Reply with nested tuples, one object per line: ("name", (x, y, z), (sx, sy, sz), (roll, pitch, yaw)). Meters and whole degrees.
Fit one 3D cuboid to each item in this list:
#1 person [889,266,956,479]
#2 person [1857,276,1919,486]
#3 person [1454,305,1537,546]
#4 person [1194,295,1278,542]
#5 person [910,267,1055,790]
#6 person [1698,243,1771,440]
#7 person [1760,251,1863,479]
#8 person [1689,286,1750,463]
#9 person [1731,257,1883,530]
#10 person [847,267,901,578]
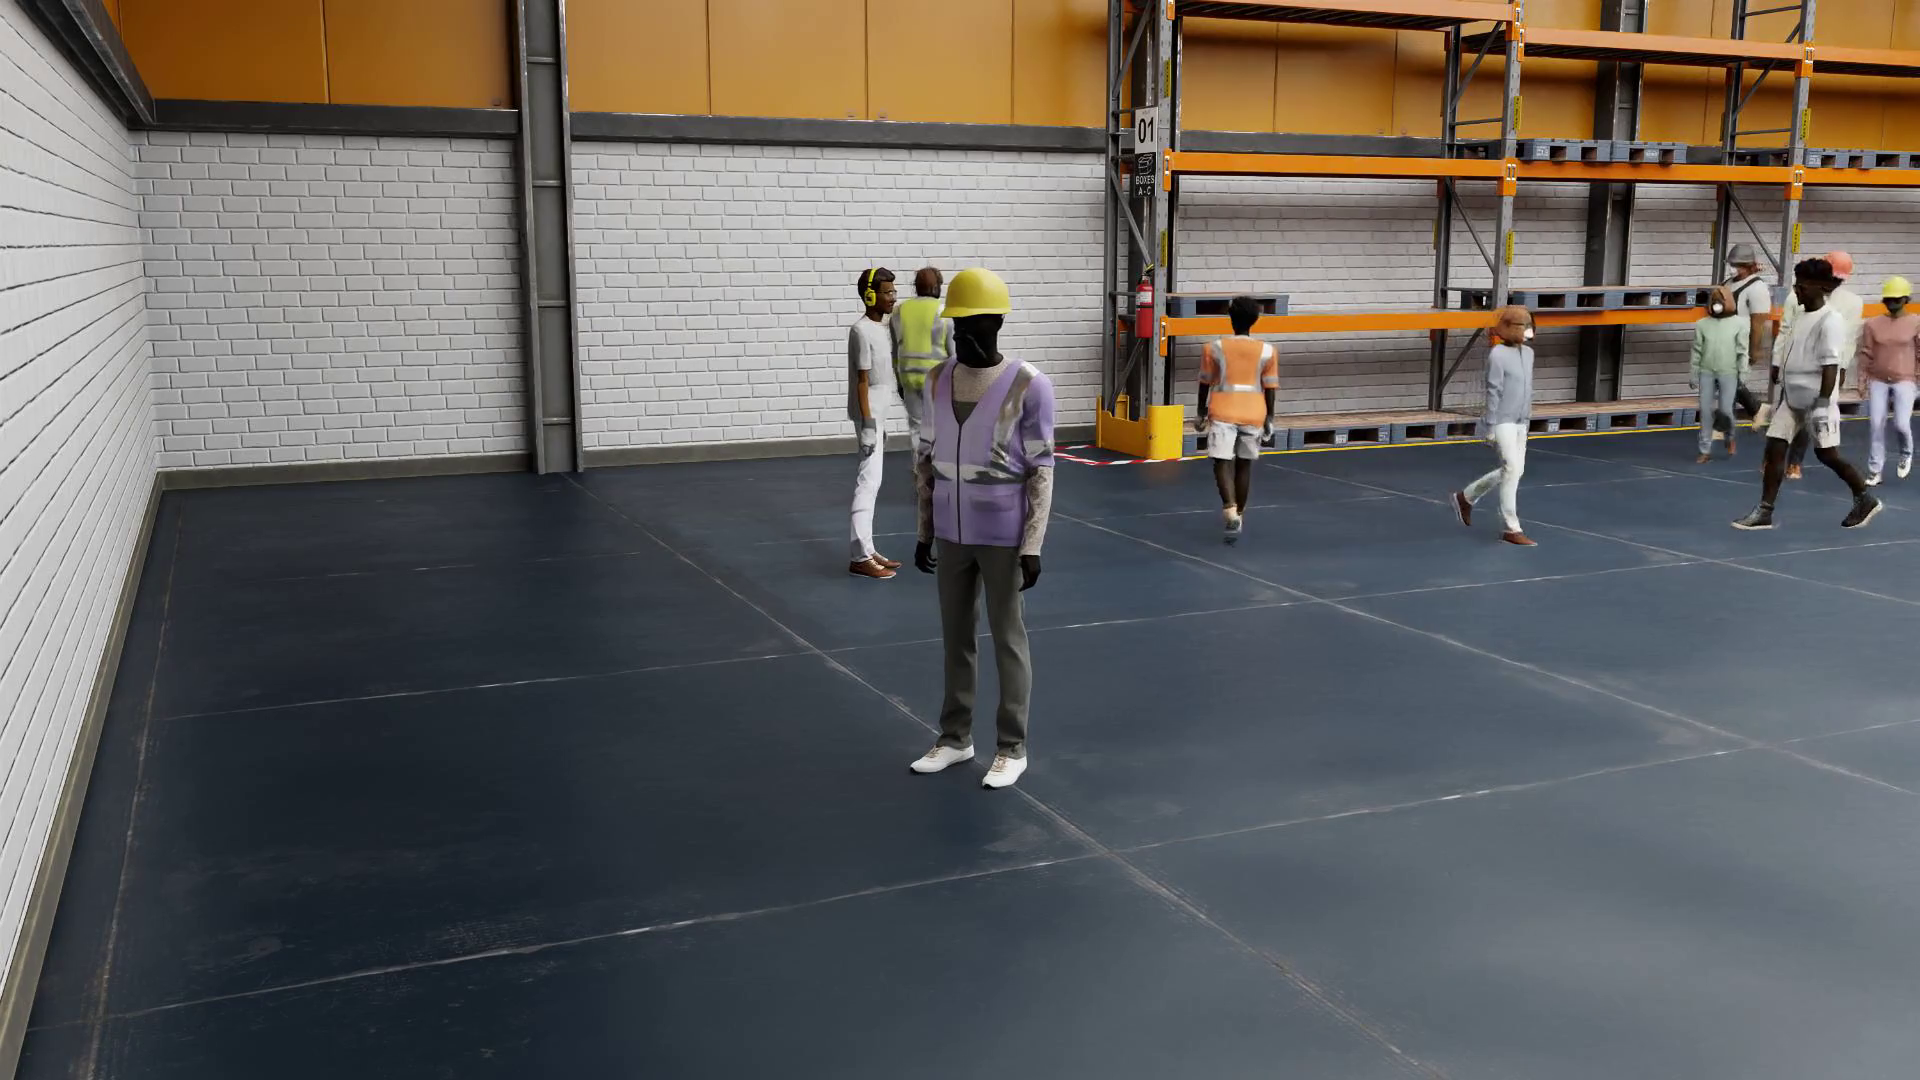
("person", (-0.257, -1.235, 13.131), (0.653, 1.830, 0.536), (5, 11, 26))
("person", (7.724, -1.305, 13.746), (0.528, 1.741, 0.567), (-10, 14, -43))
("person", (3.649, -0.786, 11.246), (0.504, 1.612, 0.645), (-9, 13, -41))
("person", (1.901, -0.831, 11.336), (0.540, 1.667, 0.804), (0, 10, -3))
("person", (0.073, -0.041, 6.206), (0.588, 1.927, 0.365), (7, 12, 34))
("person", (8.022, -2.050, 17.081), (0.819, 2.000, 0.686), (-1, 10, -5))
("person", (7.237, -1.466, 14.111), (0.660, 1.938, 0.583), (4, 11, 23))
("person", (6.960, -1.510, 15.250), (0.518, 1.618, 0.419), (9, 14, 41))
("person", (6.001, -1.004, 11.603), (0.985, 1.927, 0.607), (-1, 10, -3))
("person", (-0.525, -0.712, 10.107), (0.309, 1.868, 0.535), (1, 10, 5))
